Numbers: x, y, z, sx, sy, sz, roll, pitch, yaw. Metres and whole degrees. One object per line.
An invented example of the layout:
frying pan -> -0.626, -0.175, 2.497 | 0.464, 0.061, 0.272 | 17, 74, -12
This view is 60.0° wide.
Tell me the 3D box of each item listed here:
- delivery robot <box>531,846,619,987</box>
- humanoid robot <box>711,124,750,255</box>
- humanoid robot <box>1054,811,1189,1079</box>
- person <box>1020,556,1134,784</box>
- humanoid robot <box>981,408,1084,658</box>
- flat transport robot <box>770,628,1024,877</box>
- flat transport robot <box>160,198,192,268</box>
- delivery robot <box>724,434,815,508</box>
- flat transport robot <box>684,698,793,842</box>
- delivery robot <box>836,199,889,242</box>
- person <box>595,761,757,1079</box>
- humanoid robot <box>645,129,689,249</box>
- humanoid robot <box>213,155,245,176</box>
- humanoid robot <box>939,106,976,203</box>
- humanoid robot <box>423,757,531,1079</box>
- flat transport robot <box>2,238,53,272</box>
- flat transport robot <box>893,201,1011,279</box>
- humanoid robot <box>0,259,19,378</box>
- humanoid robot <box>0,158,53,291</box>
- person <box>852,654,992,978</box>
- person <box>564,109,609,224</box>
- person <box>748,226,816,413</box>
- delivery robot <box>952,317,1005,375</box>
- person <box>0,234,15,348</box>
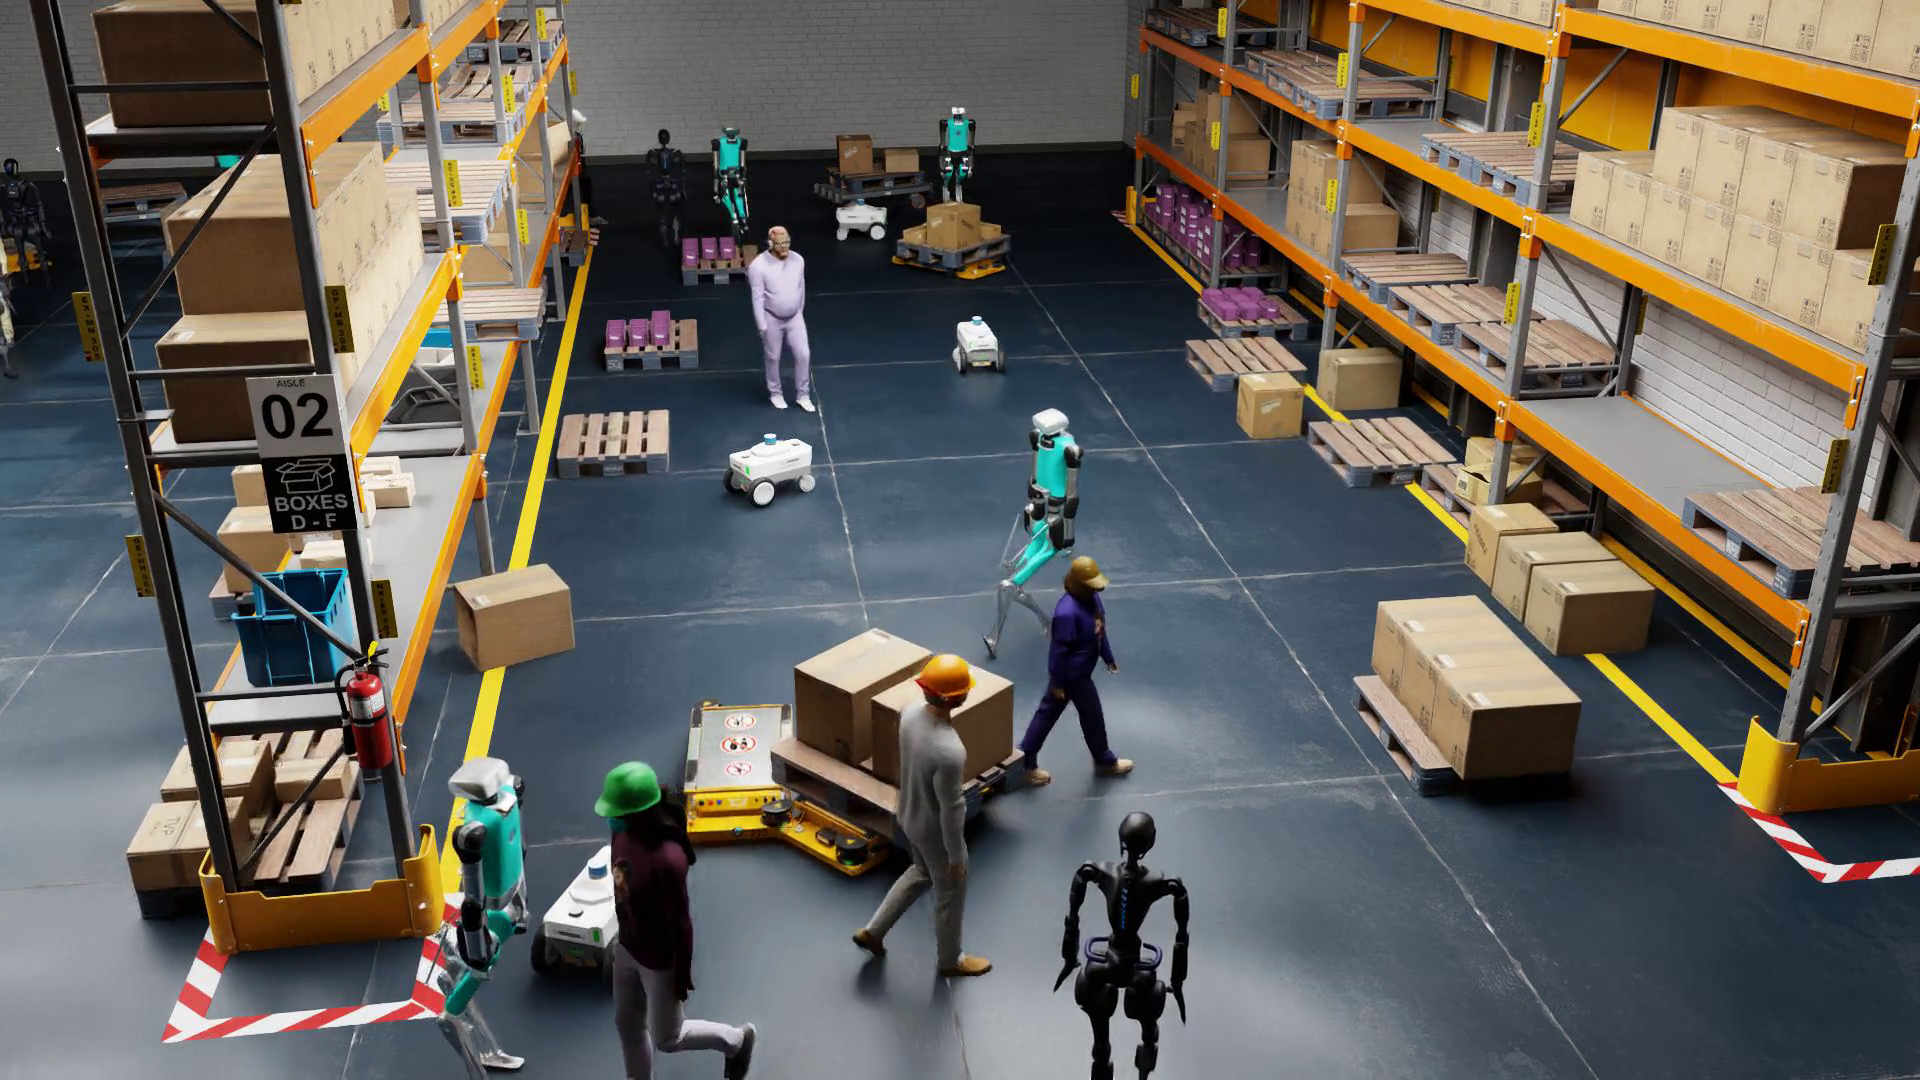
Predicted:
delivery robot -> -1.906, 1.957, 8.843 | 0.499, 0.579, 0.766 | 7, 25, 15
humanoid robot -> -3.023, -4.719, 22.637 | 0.582, 1.779, 0.895 | -16, 28, -32
humanoid robot -> 0.724, 1.953, 7.480 | 0.610, 1.647, 0.321 | 5, 24, 12
person -> 0.688, 0.797, 10.232 | 0.773, 1.566, 0.432 | 1, 24, 3
humanoid robot -> 0.409, -0.018, 11.911 | 0.944, 1.776, 0.530 | -15, 28, -30
flat transport robot -> -0.376, 1.559, 10.126 | 0.659, 0.231, 1.431 | 20, 30, 37
flat transport robot -> -9.653, -3.568, 21.807 | 0.659, 0.231, 1.431 | -3, 24, -6
delivery robot -> -1.686, -0.643, 14.792 | 0.802, 0.598, 0.499 | -17, 29, -33
flat transport robot -> -1.377, 1.417, 10.449 | 0.659, 0.231, 1.431 | -2, 24, -5
delivery robot -> -1.392, -4.563, 23.697 | 0.769, 0.577, 0.499 | 0, 24, 1
person -> -1.345, 1.811, 7.489 | 0.734, 1.929, 0.503 | -20, 31, -39
humanoid robot -> -4.047, -4.821, 22.910 | 0.591, 1.648, 0.354 | -4, 24, -9
humanoid robot -> -9.989, -5.047, 23.350 | 0.544, 1.755, 0.865 | 9, 25, 20
humanoid robot -> -0.075, -5.512, 24.242 | 0.533, 1.677, 0.735 | -3, 24, -8
humanoid robot -> -2.321, 1.822, 7.764 | 0.671, 1.848, 0.538 | 4, 24, 10
flat transport robot -> -12.831, -3.833, 22.410 | 0.659, 0.231, 1.431 | -22, 32, -40
flat transport robot -> -0.156, -3.726, 22.166 | 1.431, 0.231, 0.659 | 19, 30, 36
humanoid robot -> -10.481, -2.554, 17.810 | 0.601, 1.620, 0.794 | -21, 31, -39
humanoid robot -> -11.796, -3.983, 20.979 | 0.599, 1.659, 0.315 | -3, 24, -8
person -> -0.197, 1.440, 8.419 | 0.612, 1.878, 0.619 | -10, 26, -21
person -> -5.650, -5.435, 24.262 | 0.830, 1.711, 0.747 | -7, 25, -15
person -> -1.757, -2.176, 16.627 | 0.648, 1.884, 0.726 | -13, 27, -27
delivery robot -> 0.178, -2.142, 18.193 | 0.524, 0.587, 0.737 | -4, 24, -9
person -> -11.006, -3.013, 18.693 | 0.560, 1.752, 0.329 | -5, 24, -11
